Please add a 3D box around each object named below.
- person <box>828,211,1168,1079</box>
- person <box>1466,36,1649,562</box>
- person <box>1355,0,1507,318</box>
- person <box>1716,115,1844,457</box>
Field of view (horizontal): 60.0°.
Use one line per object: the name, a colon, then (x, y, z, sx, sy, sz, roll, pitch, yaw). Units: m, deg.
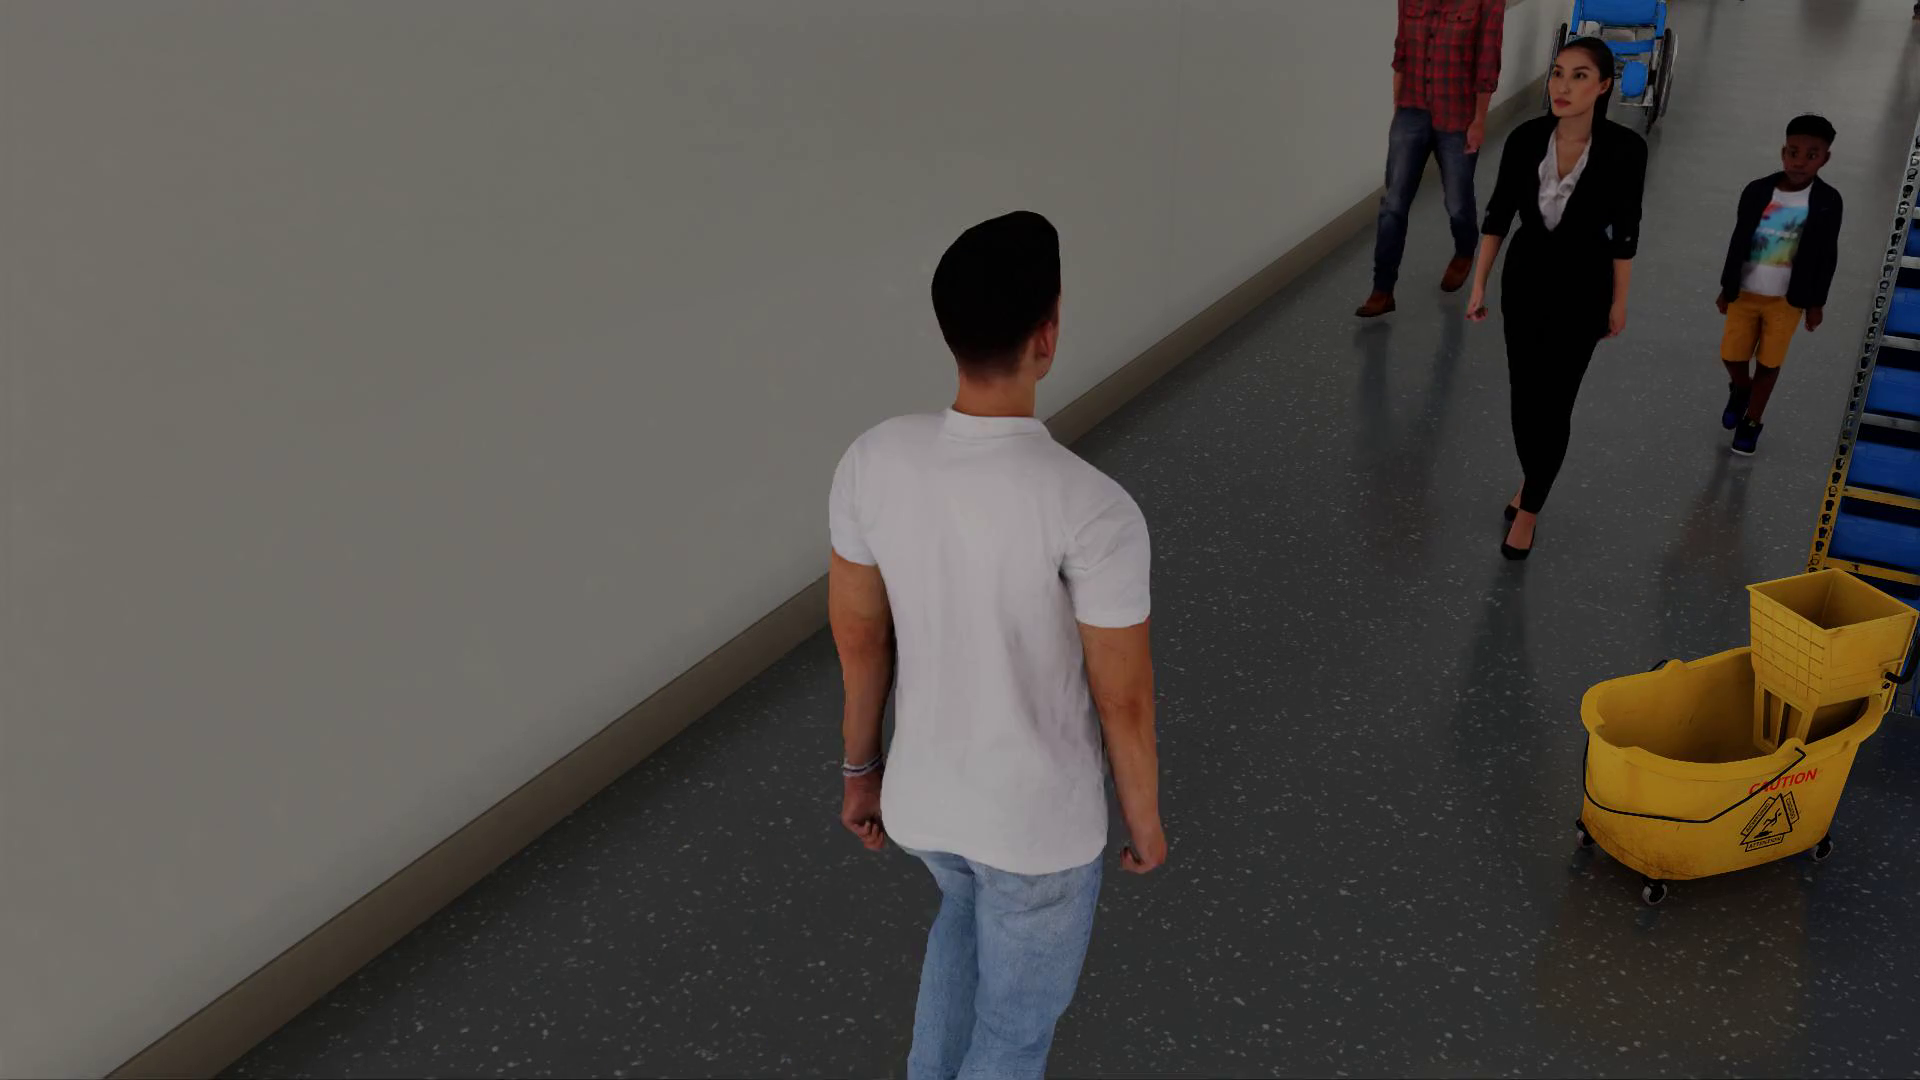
person: (0.007, 0.442, 2.619, 0.660, 1.846, 0.775, 18, 31, 33)
person: (1.970, -0.793, 5.423, 0.822, 1.636, 0.756, 20, 32, 35)
person: (2.244, -1.949, 7.638, 1.151, 1.794, 0.823, 17, 31, 32)
person: (3.038, -0.962, 6.204, 0.541, 1.261, 0.585, 15, 30, 28)
